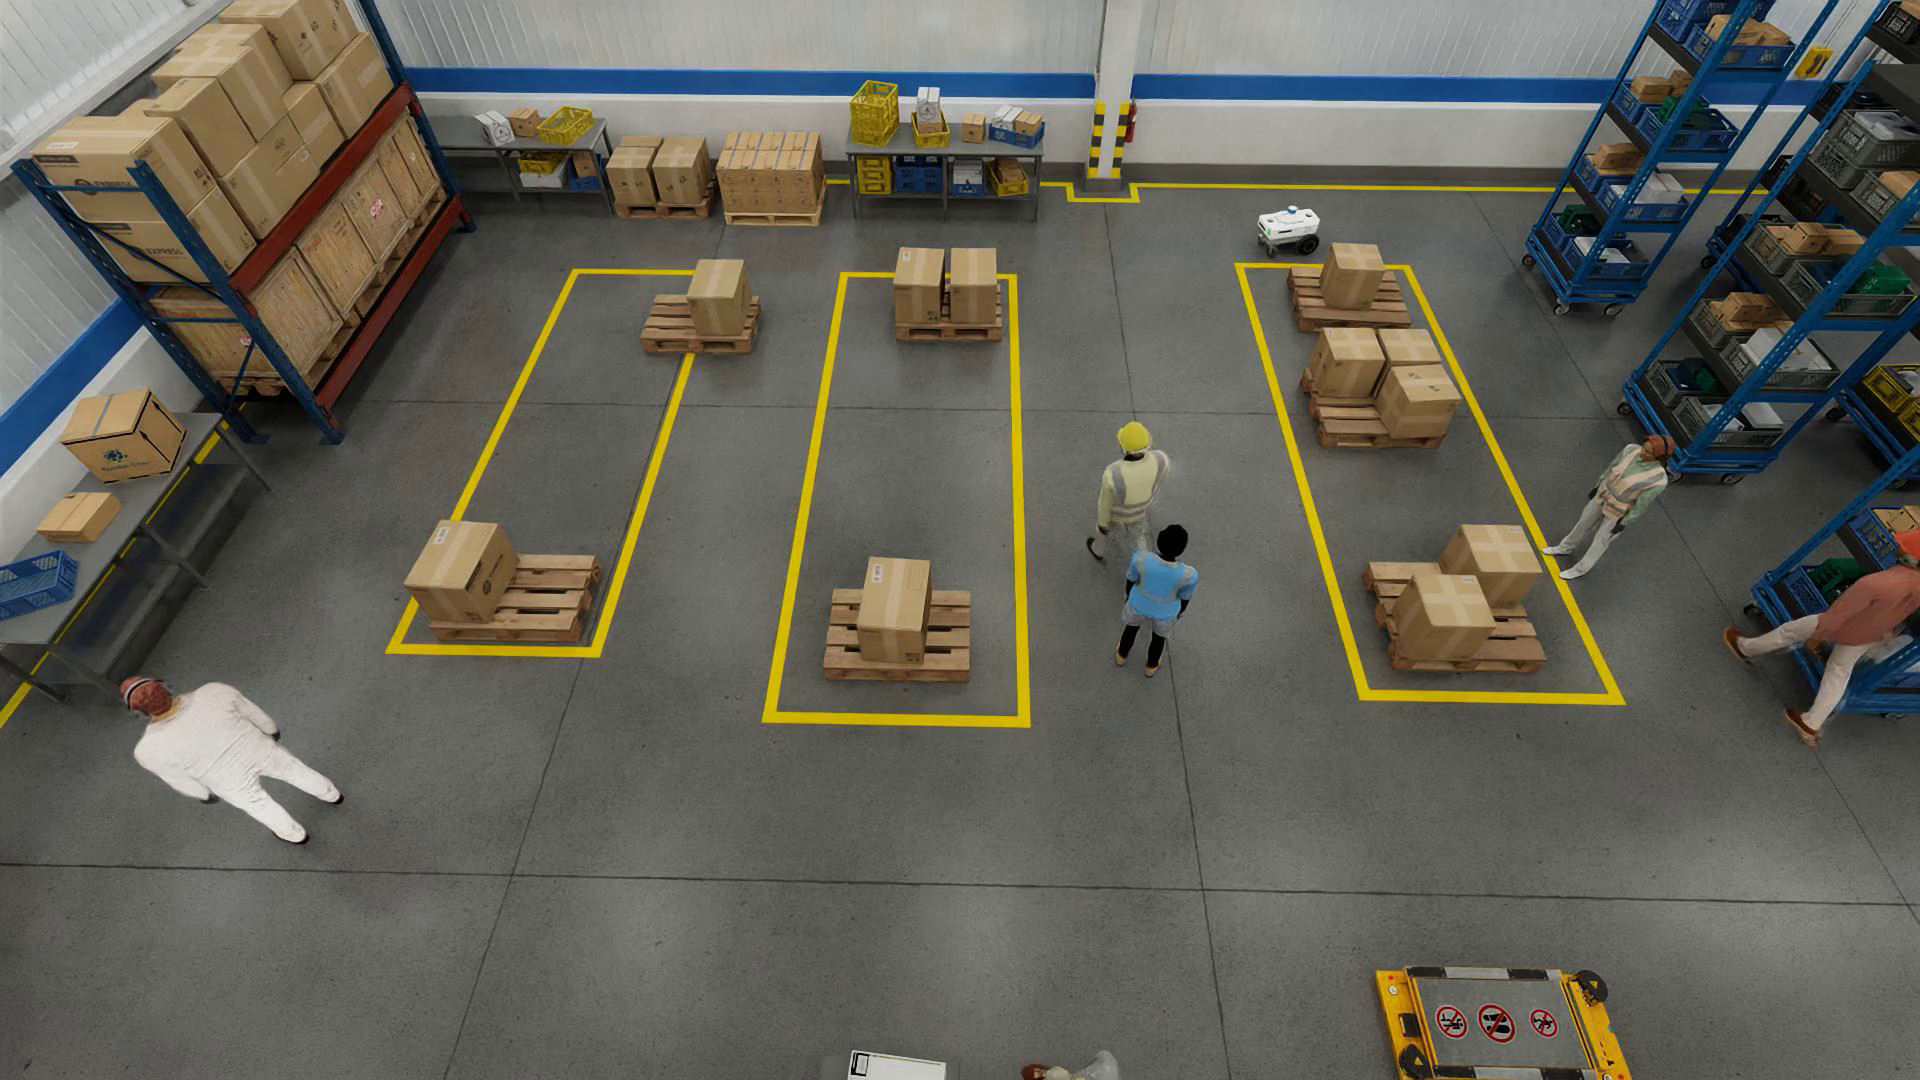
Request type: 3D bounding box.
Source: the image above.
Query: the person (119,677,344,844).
[{"bbox_3d":[-4.948,1.482,6.221,0.398,1.899,0.648,19,53,15],"label":"person"}]

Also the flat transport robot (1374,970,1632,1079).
[{"bbox_3d":[3.501,3.133,5.914,1.431,0.197,0.652,1,51,1],"label":"flat transport robot"}]

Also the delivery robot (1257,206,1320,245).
[{"bbox_3d":[4.084,-3.926,11.428,0.707,0.478,0.477,-10,52,-8],"label":"delivery robot"}]

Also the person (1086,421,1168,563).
[{"bbox_3d":[1.417,-0.255,7.692,0.586,1.808,0.817,-14,52,-11],"label":"person"}]

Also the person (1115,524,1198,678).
[{"bbox_3d":[1.522,0.489,7.158,0.533,1.692,0.320,19,53,15],"label":"person"}]

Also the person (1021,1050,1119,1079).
[{"bbox_3d":[0.614,3.072,4.980,0.620,1.815,0.560,21,54,16],"label":"person"}]

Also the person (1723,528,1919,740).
[{"bbox_3d":[6.698,0.647,6.882,0.624,1.943,1.066,2,51,2],"label":"person"}]

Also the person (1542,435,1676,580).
[{"bbox_3d":[5.575,-0.288,7.831,0.313,1.631,0.512,-4,51,-3],"label":"person"}]
